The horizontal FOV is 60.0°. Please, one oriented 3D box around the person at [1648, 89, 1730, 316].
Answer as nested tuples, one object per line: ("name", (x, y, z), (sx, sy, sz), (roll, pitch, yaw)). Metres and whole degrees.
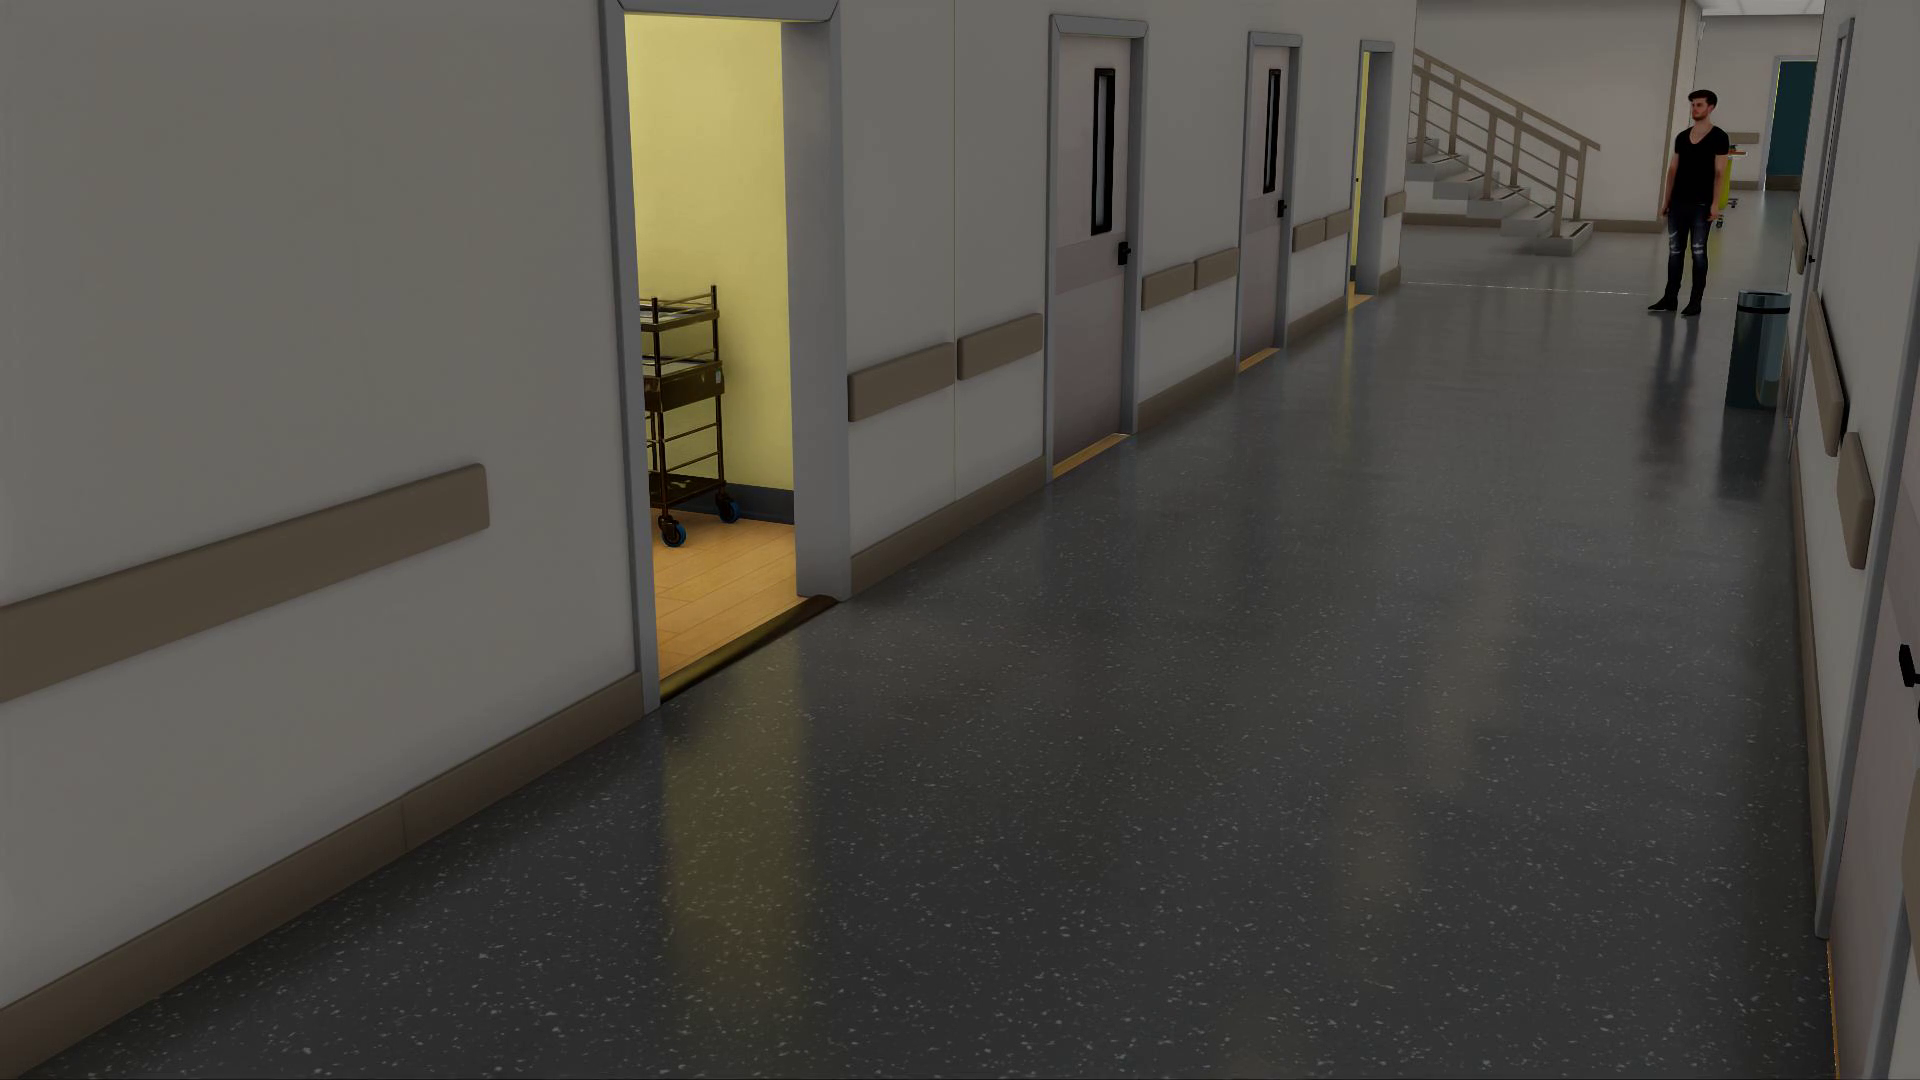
("person", (6.346, -2.922, 14.393), (0.830, 1.897, 0.695), (-11, 19, -35))
